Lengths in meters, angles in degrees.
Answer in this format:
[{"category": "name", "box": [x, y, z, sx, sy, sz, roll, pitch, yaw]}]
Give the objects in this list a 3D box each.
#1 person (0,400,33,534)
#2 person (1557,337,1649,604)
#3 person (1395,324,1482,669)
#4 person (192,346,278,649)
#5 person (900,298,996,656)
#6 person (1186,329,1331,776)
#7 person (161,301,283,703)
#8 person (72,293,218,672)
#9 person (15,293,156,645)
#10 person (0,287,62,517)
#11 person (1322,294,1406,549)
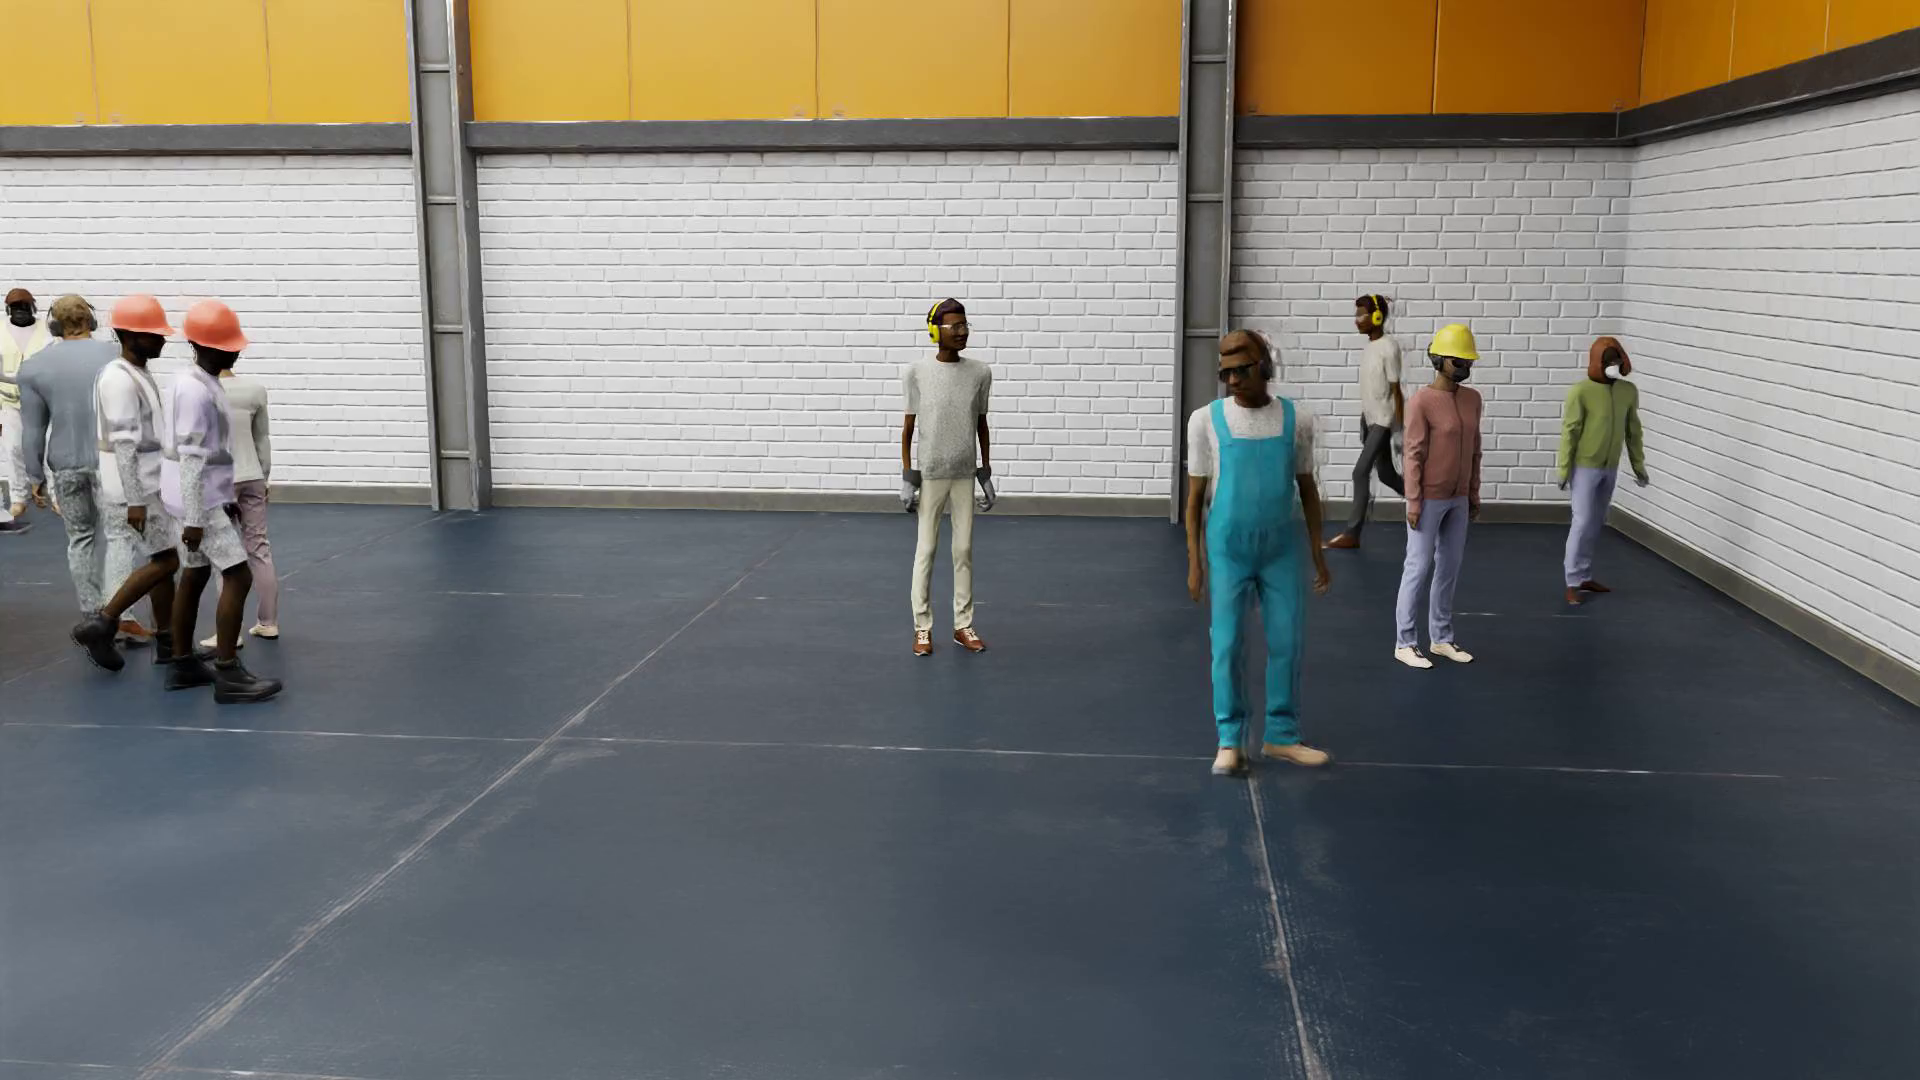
[{"category": "person", "box": [-7.467, -0.932, 12.454, 0.839, 1.807, 0.589, 0, 10, -1]}, {"category": "person", "box": [3.862, -0.428, 10.108, 0.557, 1.611, 0.426, -4, 11, -23]}, {"category": "person", "box": [2.463, -0.218, 8.476, 0.519, 1.757, 0.337, -7, 12, -34]}, {"category": "person", "box": [-3.928, -0.299, 8.910, 0.317, 1.767, 0.535, 5, 11, 27]}, {"category": "person", "box": [-0.061, -0.330, 8.776, 0.526, 1.876, 0.324, -3, 10, -17]}, {"category": "person", "box": [1.246, 0.066, 6.721, 0.683, 1.809, 0.334, 0, 10, -3]}, {"category": "person", "box": [-3.523, -0.173, 7.855, 0.557, 1.893, 0.623, -5, 11, -27]}, {"category": "person", "box": [-4.130, -0.270, 8.313, 0.583, 1.916, 0.581, -3, 10, -15]}, {"category": "person", "box": [-4.684, -0.367, 8.947, 0.652, 1.907, 0.723, -4, 11, -20]}, {"category": "person", "box": [-7.433, -1.091, 13.279, 0.655, 1.831, 0.431, -4, 11, -23]}, {"category": "person", "box": [3.061, -0.834, 11.837, 0.911, 1.830, 0.545, -1, 10, -7]}]
